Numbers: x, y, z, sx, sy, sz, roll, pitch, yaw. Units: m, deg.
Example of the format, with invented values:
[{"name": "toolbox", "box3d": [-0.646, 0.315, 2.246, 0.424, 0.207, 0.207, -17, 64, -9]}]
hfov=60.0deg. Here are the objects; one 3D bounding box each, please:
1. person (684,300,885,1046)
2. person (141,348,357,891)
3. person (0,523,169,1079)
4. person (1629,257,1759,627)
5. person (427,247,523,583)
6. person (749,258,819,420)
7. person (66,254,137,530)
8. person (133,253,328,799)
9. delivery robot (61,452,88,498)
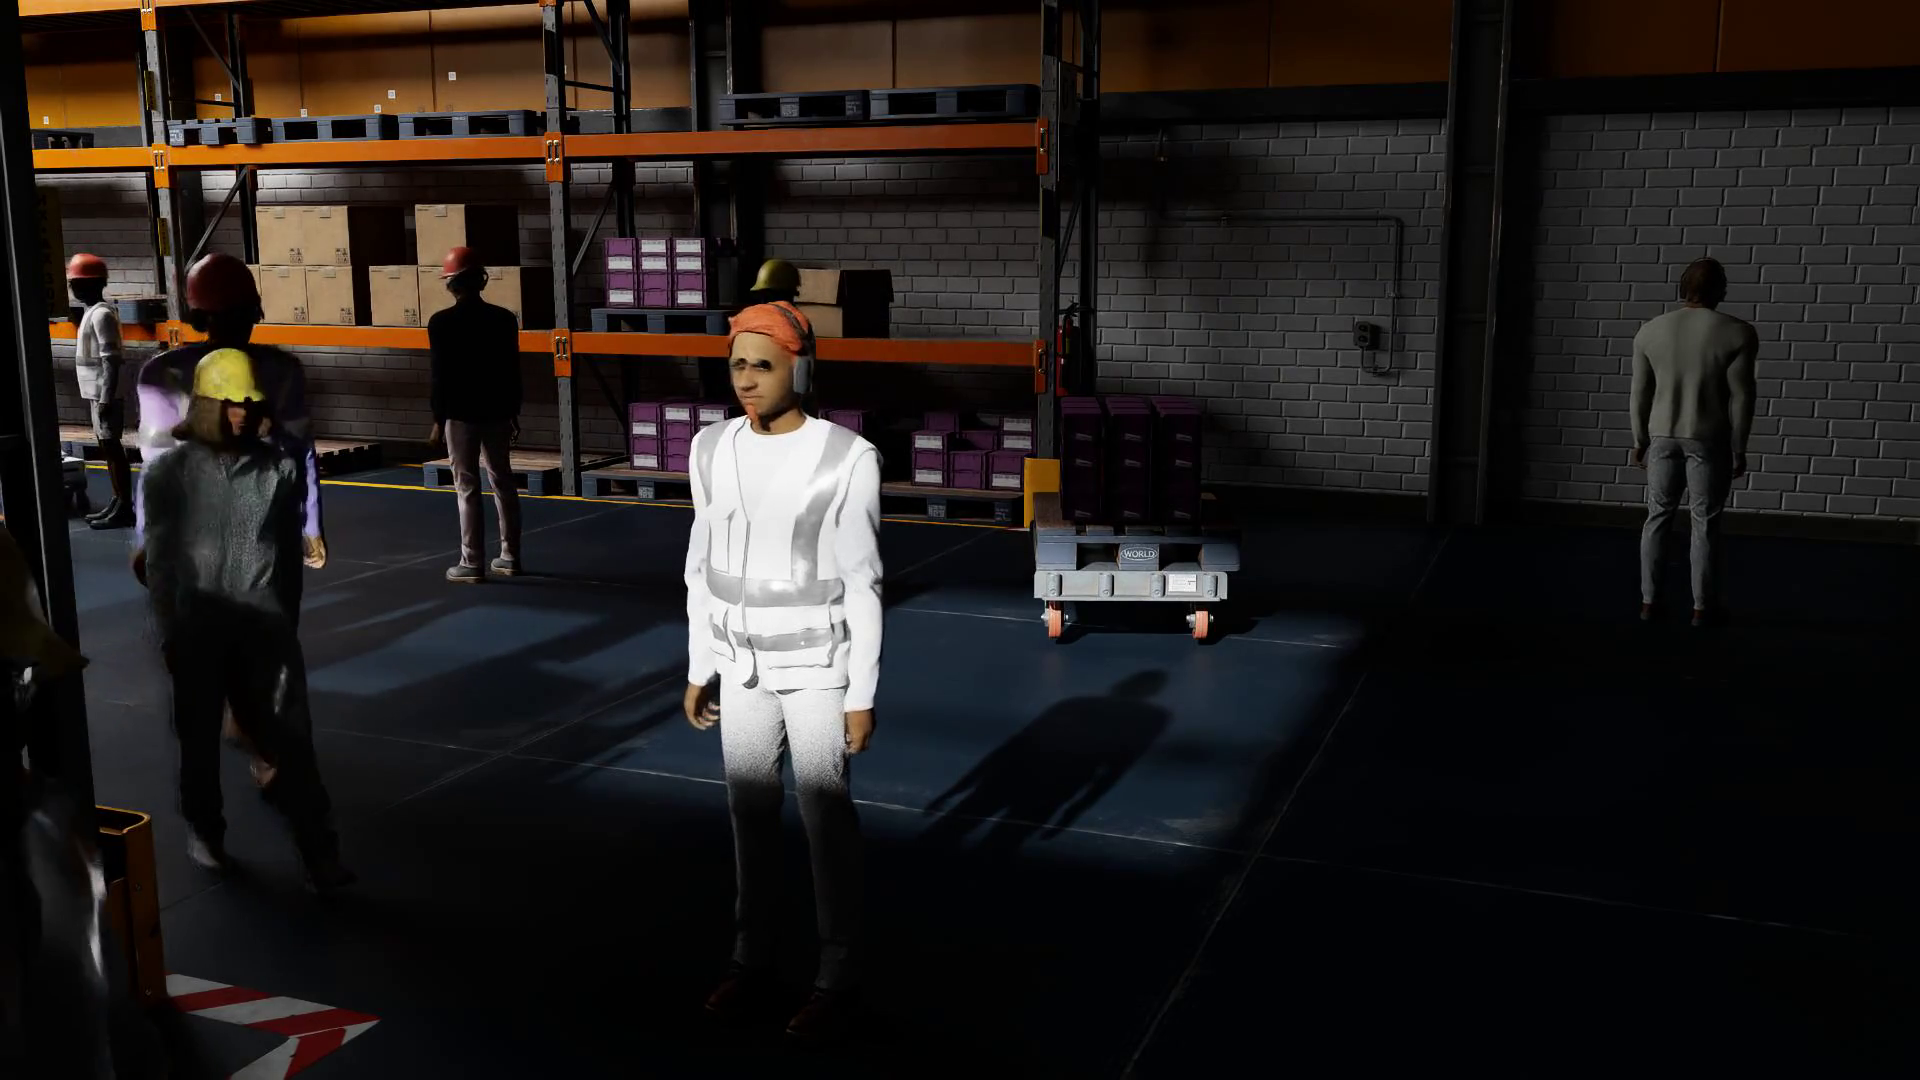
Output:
[{"name": "person", "box3d": [-0.450, 0.337, 4.243, 0.579, 1.878, 0.345, 6, 12, 30]}, {"name": "person", "box3d": [-2.228, 0.267, 5.136, 0.503, 1.698, 0.901, -9, 13, -40]}, {"name": "person", "box3d": [-0.923, 0.838, 1.647, 0.868, 1.795, 0.614, 1, 10, 7]}, {"name": "person", "box3d": [3.859, -0.514, 8.807, 0.628, 1.939, 0.375, 9, 14, 41]}, {"name": "person", "box3d": [-2.898, -0.742, 9.930, 0.398, 1.989, 0.621, 8, 13, 38]}, {"name": "person", "box3d": [-1.017, -0.656, 9.637, 0.384, 1.924, 0.592, -3, 11, -14]}, {"name": "person", "box3d": [-6.087, -1.042, 11.753, 0.364, 1.935, 0.552, -6, 12, -32]}, {"name": "person", "box3d": [-2.654, -0.057, 6.164, 1.110, 1.965, 0.664, 9, 14, 41]}, {"name": "delivery robot", "box3d": [-6.842, -0.520, 12.434, 0.707, 0.478, 0.477, 8, 13, 38]}]
